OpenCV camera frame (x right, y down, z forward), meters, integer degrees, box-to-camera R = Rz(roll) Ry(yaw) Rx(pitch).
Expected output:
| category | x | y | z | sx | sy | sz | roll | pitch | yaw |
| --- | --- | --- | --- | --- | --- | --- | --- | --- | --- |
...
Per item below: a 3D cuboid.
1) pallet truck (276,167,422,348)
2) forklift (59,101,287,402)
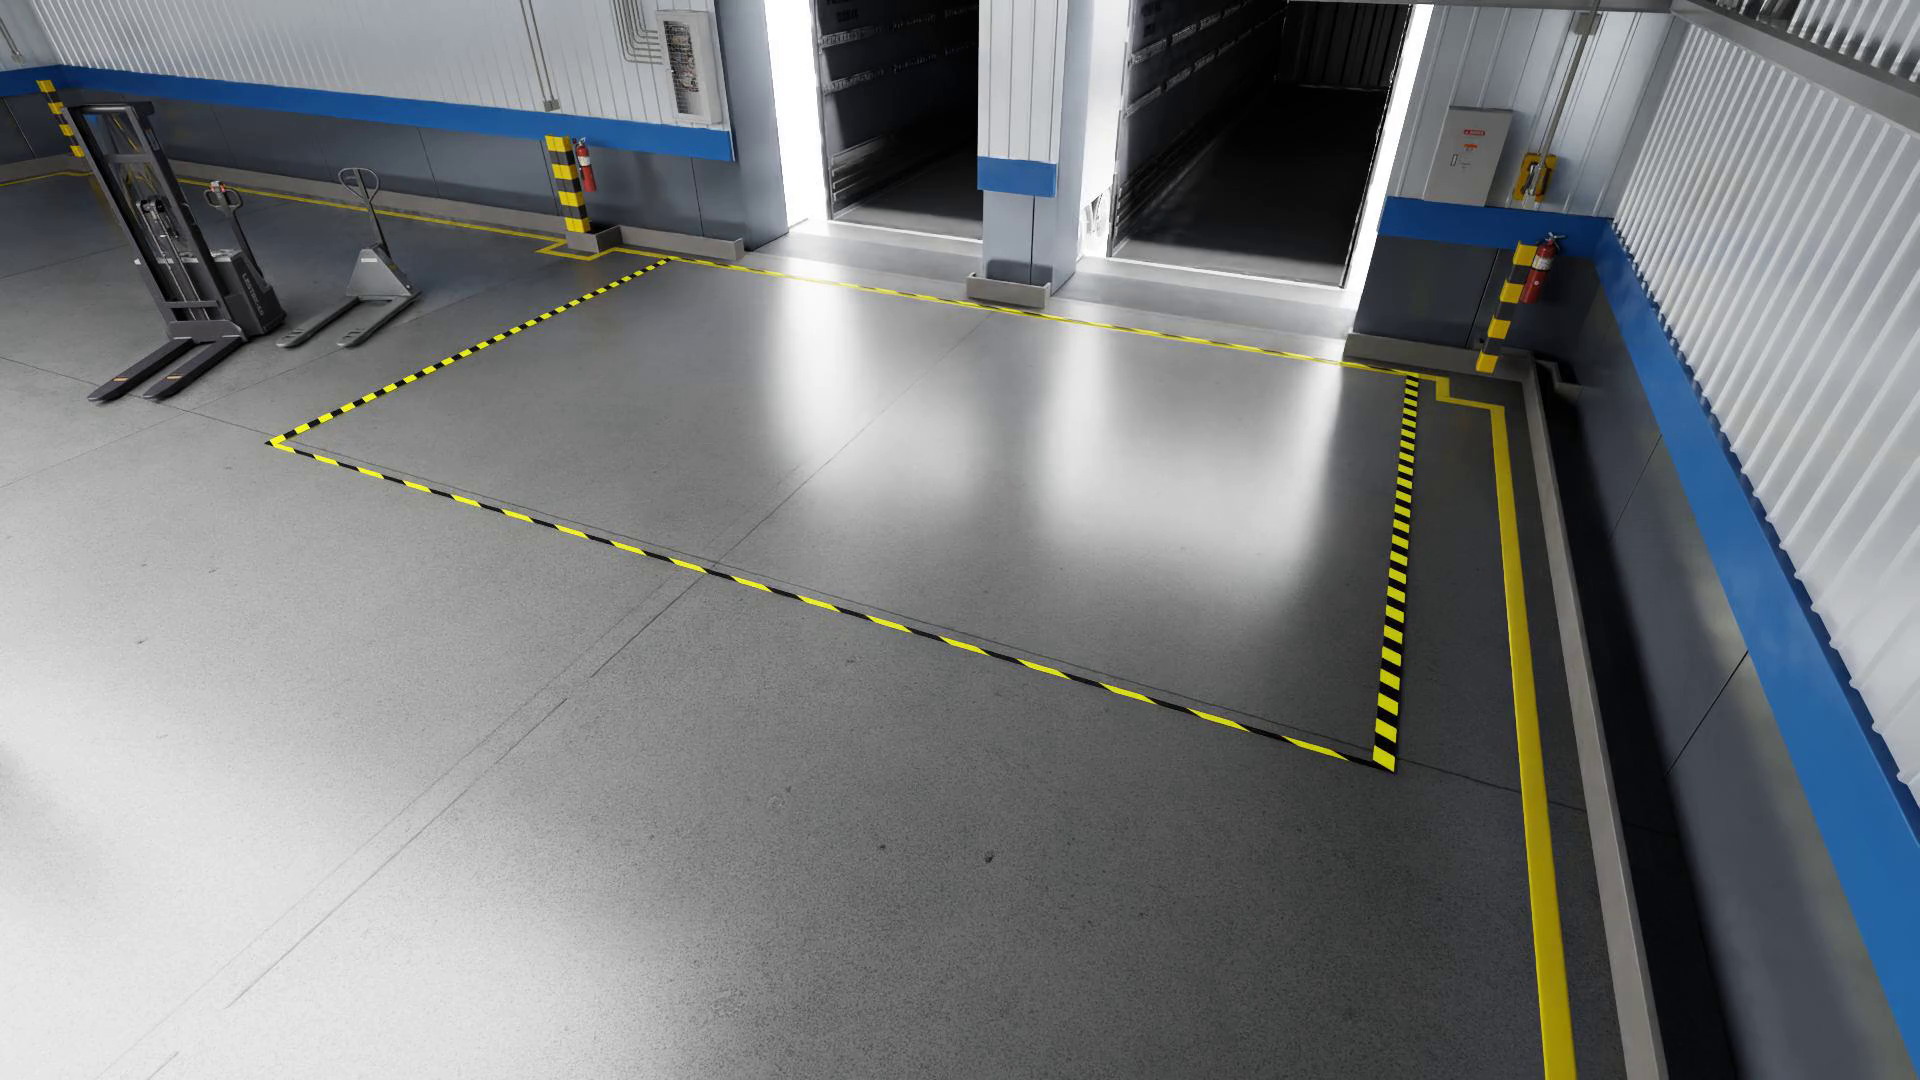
| category | x | y | z | sx | sy | sz | roll | pitch | yaw |
| --- | --- | --- | --- | --- | --- | --- | --- | --- | --- |
| pallet truck | -5.732 | -2.611 | 8.414 | 0.680 | 1.201 | 1.601 | -1 | 35 | -1 |
| forklift | -6.686 | -2.387 | 7.434 | 0.823 | 1.965 | 1.885 | -3 | 35 | -5 |
